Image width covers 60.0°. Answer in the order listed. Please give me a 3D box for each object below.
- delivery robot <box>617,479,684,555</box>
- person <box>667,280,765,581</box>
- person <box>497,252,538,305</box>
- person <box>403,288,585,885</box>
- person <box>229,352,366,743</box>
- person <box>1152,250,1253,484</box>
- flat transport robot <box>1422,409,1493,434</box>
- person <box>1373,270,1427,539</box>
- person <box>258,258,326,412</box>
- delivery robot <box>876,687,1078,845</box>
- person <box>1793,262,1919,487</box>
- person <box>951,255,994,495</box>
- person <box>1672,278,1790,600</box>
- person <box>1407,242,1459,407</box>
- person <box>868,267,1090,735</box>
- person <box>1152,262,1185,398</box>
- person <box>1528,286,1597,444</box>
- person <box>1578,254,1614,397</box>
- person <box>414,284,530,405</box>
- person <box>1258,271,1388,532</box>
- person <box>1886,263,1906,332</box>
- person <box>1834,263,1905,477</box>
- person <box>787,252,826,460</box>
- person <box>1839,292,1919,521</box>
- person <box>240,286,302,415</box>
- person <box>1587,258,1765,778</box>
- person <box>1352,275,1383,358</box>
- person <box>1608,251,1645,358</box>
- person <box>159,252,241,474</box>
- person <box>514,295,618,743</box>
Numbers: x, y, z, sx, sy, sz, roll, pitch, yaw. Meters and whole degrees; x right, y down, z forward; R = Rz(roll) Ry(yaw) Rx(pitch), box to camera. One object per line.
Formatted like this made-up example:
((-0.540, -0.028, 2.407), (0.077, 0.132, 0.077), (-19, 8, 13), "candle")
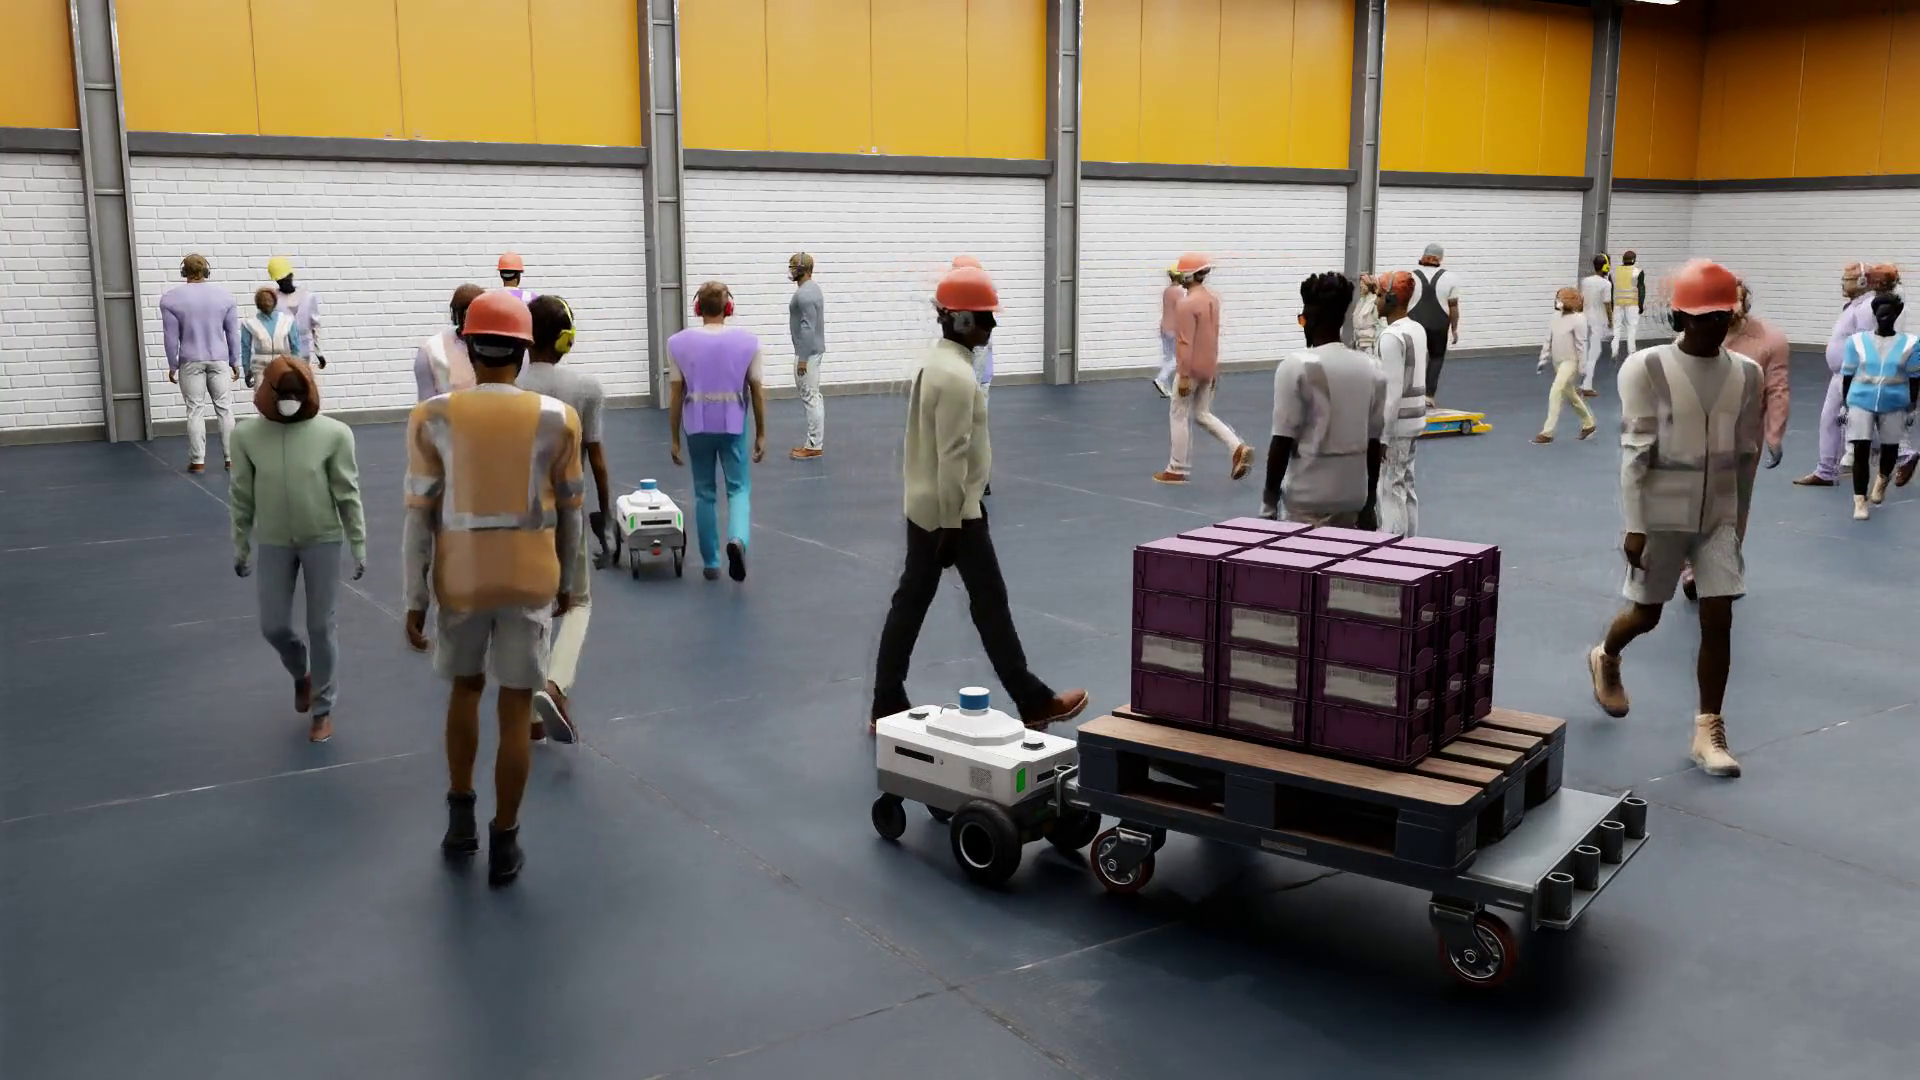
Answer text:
((-1.952, -0.138, 10.445), (0.477, 0.478, 0.707), (-3, 11, -17), "delivery robot")
((-1.447, -0.629, 9.916), (0.572, 1.829, 0.640), (-2, 10, -9), "person")
((-4.117, -1.679, 15.365), (0.553, 1.934, 0.364), (-1, 10, -3), "person")
((-1.509, 0.142, 5.454), (0.560, 1.904, 0.619), (-2, 10, -9), "person")
((-2.732, 0.021, 6.914), (0.531, 1.616, 0.422), (-2, 11, -11), "person")
((2.029, -1.422, 13.879), (0.771, 1.974, 0.625), (7, 12, 34), "person")
((4.861, -1.235, 17.498), (1.431, 0.197, 0.652), (-6, 12, -30), "flat transport robot")
((2.558, -0.638, 9.797), (0.337, 1.882, 0.585), (6, 12, 29), "person")
((-6.662, -1.855, 16.537), (0.664, 1.872, 0.709), (-10, 14, -44), "person")
((0.047, 0.741, 5.627), (0.707, 0.478, 0.477), (9, 14, 41), "delivery robot")
((7.445, -1.345, 13.698), (0.822, 1.879, 0.653), (3, 11, 17), "person")
((0.080, -1.315, 13.381), (0.376, 1.931, 0.542), (-1, 10, -6), "person")
((4.419, -0.585, 9.625), (0.641, 1.843, 1.031), (4, 11, 21), "person")
((5.595, -2.584, 20.037), (0.811, 2.000, 0.689), (3, 11, 17), "person")
((0.053, -0.143, 6.904), (0.976, 1.944, 0.632), (-3, 11, -16), "person")
((2.723, -2.689, 21.404), (0.464, 1.755, 0.539), (-4, 11, -21), "person")
((6.170, -1.779, 16.845), (0.849, 1.592, 0.496), (-3, 11, -14), "person")
((8.292, -2.784, 21.635), (0.451, 1.853, 0.563), (-3, 11, -18), "person")
((-2.594, -0.460, 8.991), (0.633, 1.830, 0.430), (-4, 11, -21), "person")
((1.615, -0.185, 7.182), (0.623, 1.935, 0.746), (-8, 13, -36), "person")
((12.724, -2.938, 22.872), (0.769, 1.711, 0.508), (-10, 14, -43), "person")
((7.840, -1.467, 14.420), (0.564, 1.852, 0.614), (-1, 10, -5), "person")
((-1.438, -1.722, 15.595), (0.353, 1.937, 0.635), (0, 10, 0), "person")
((6.820, -1.001, 12.359), (0.540, 1.679, 0.625), (5, 12, 26), "person")
((-6.496, -1.588, 15.690), (0.537, 1.624, 0.514), (-6, 12, -29), "person")
((2.871, -0.124, 6.685), (0.601, 2.007, 0.898), (0, 10, -2), "person")
((4.745, -2.266, 19.388), (0.314, 1.642, 0.515), (-3, 11, -15), "person")
((11.474, -4.048, 28.622), (0.624, 1.840, 0.429), (9, 14, 41), "person")
((-6.672, -1.553, 14.665), (0.632, 1.940, 0.372), (-7, 12, -32), "person")
((-1.687, -0.054, 6.700), (0.601, 1.848, 0.509), (-1, 10, -5), "person")
